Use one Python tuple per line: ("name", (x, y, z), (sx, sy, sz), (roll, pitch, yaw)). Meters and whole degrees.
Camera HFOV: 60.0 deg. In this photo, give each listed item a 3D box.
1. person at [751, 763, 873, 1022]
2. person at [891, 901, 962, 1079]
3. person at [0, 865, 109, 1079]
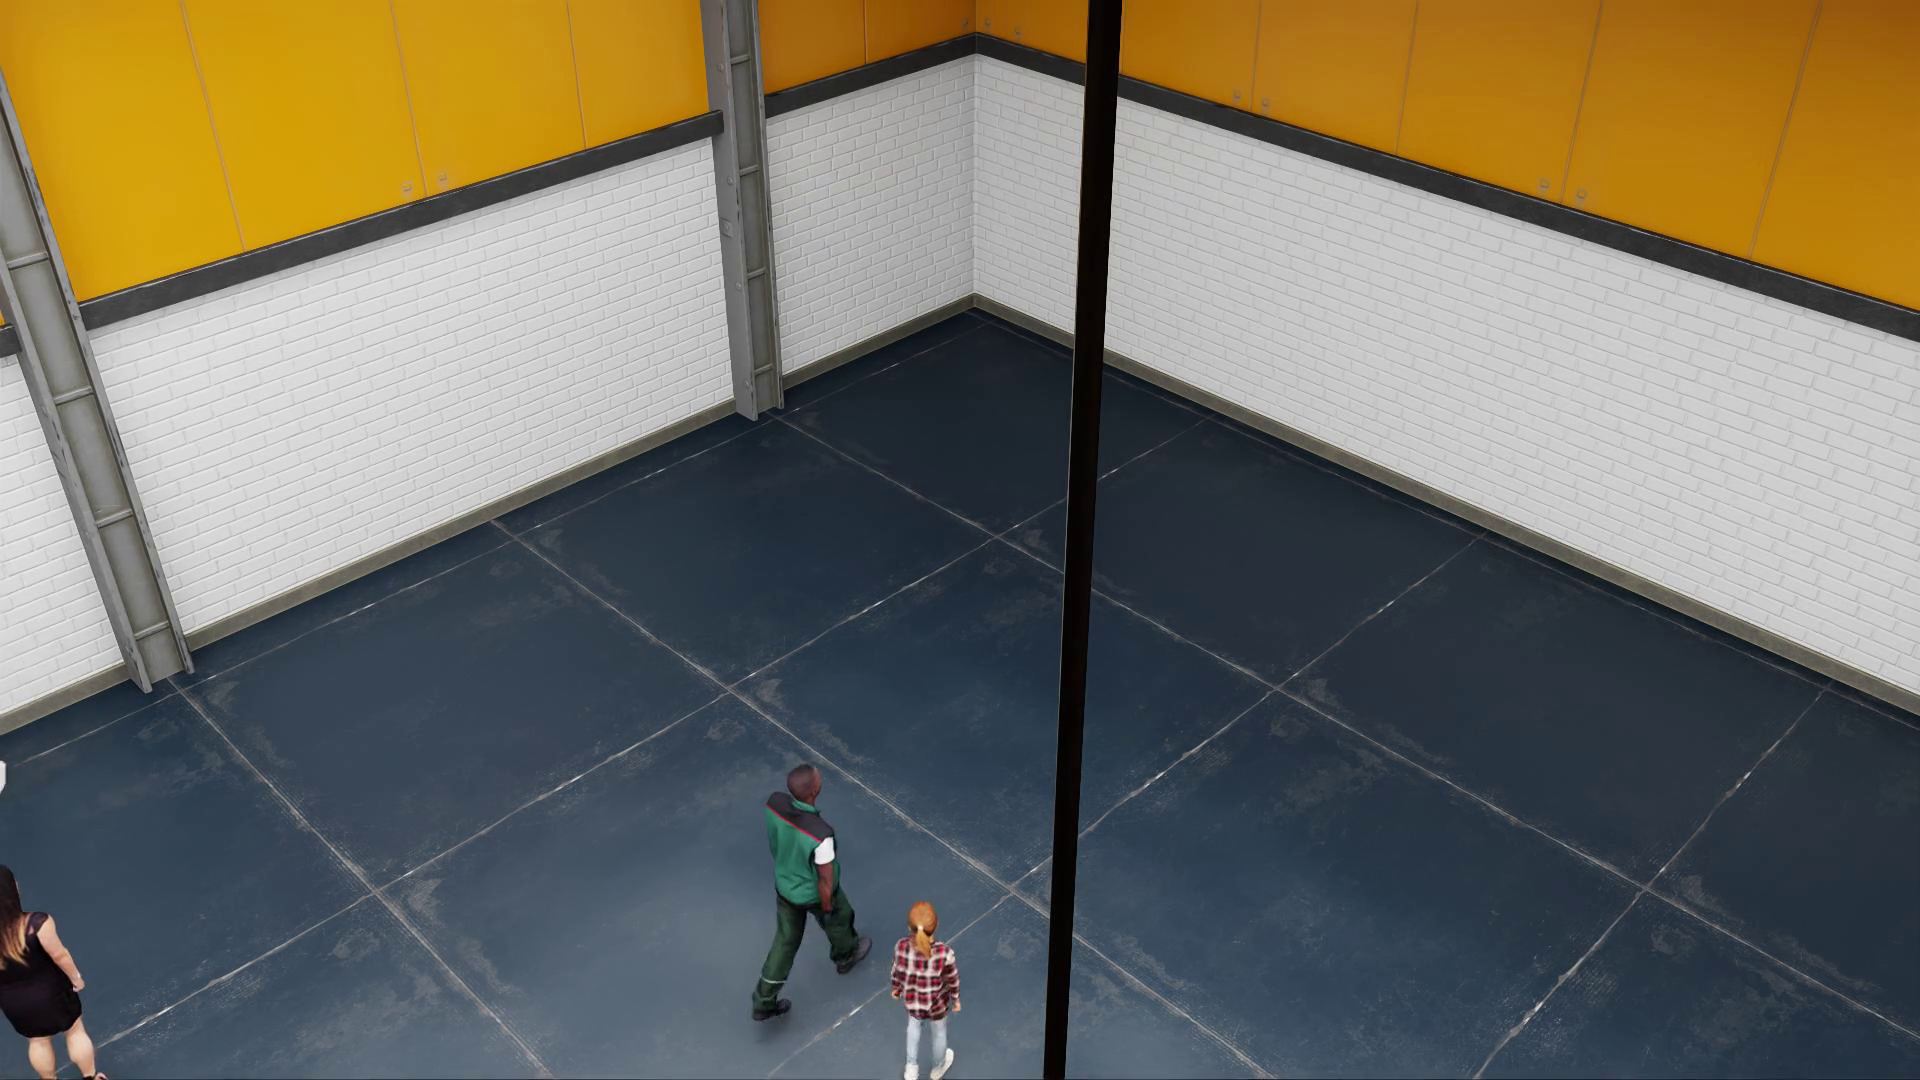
("person", (-0.968, 2.084, 9.790), (0.784, 1.807, 1.221), (23, 40, 30))
("person", (-0.224, 2.622, 9.444), (0.691, 1.294, 0.742), (11, 35, 16))
("person", (-5.127, 2.514, 9.231), (0.718, 1.709, 0.815), (-6, 34, -9))
